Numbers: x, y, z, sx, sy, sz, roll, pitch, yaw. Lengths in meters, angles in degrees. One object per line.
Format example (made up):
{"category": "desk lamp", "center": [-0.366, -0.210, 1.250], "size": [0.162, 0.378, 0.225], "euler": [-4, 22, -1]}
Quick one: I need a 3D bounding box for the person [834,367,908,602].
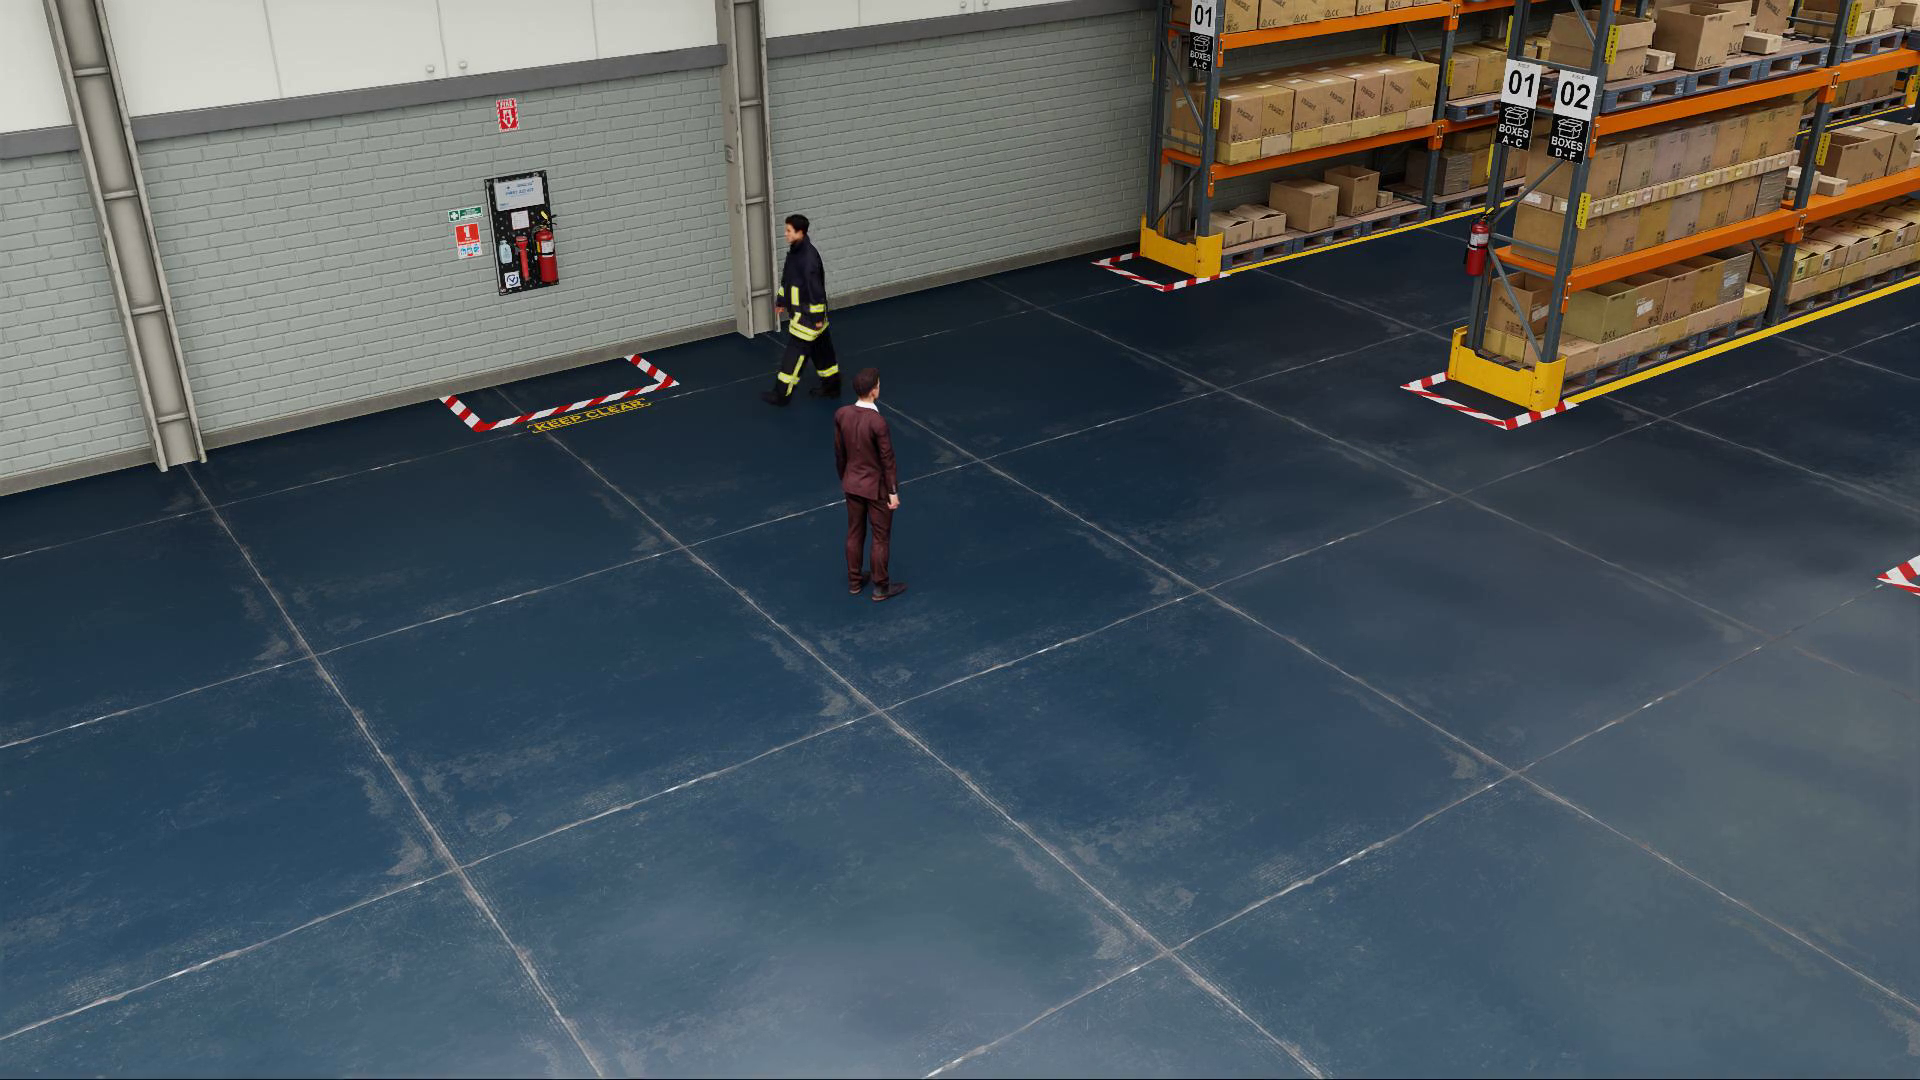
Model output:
{"category": "person", "center": [-0.695, -0.422, 12.578], "size": [0.771, 1.865, 0.739], "euler": [17, 32, 29]}

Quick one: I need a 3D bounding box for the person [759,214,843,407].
{"category": "person", "center": [-1.382, -2.217, 16.041], "size": [1.208, 1.886, 1.003], "euler": [-7, 28, -14]}
